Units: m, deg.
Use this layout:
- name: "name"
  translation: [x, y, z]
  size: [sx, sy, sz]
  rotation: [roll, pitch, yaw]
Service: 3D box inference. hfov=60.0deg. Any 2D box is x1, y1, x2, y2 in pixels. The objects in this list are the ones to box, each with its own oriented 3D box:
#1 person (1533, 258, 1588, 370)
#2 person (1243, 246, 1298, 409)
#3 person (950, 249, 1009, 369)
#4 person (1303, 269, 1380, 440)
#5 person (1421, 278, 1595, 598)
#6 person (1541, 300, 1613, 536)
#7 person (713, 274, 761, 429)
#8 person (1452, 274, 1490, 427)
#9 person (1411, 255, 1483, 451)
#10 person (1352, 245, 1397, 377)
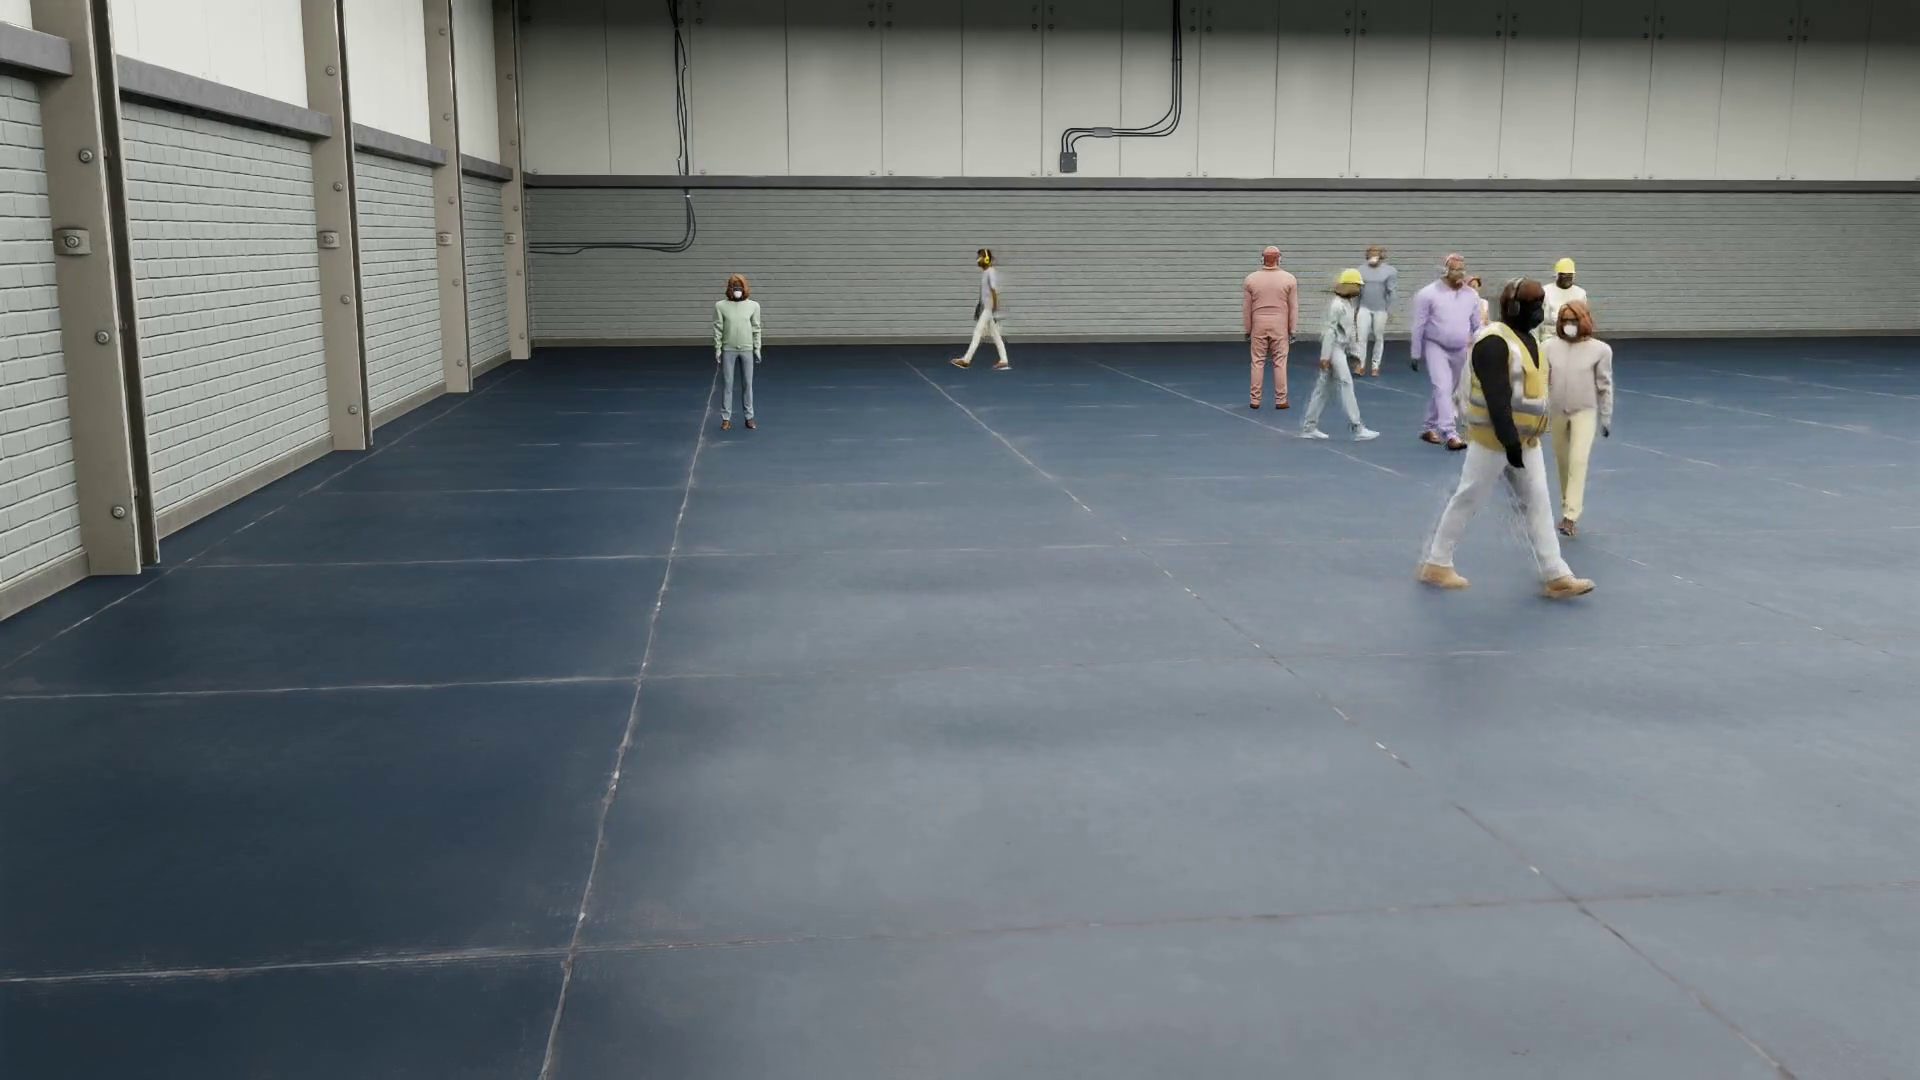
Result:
- name: "person"
  translation: [6.901, -2.346, 19.139]
  size: [0.602, 1.795, 0.931]
  rotation: [-1, 10, -4]
- name: "person"
  translation: [3.656, -2.492, 19.588]
  size: [0.641, 1.913, 0.407]
  rotation: [3, 11, 18]
- name: "person"
  translation: [0.313, -3.504, 25.352]
  size: [0.965, 1.823, 0.549]
  rotation: [-1, 10, -5]
- name: "person"
  translation: [3.836, -1.834, 16.552]
  size: [0.865, 1.695, 0.490]
  rotation: [4, 11, 23]
- name: "person"
  translation: [3.100, -0.569, 9.401]
  size: [0.639, 1.795, 0.985]
  rotation: [-10, 14, -42]
- name: "person"
  translation: [4.116, -0.813, 11.259]
  size: [0.496, 1.587, 0.866]
  rotation: [7, 13, 35]
- name: "person"
  translation: [-2.346, -1.982, 17.557]
  size: [0.497, 1.633, 0.289]
  rotation: [-2, 11, -13]
- name: "person"
  translation: [5.422, -2.033, 17.840]
  size: [0.526, 1.622, 0.587]
  rotation: [-5, 11, -24]
- name: "person"
  translation: [4.705, -1.808, 16.005]
  size: [0.658, 1.850, 1.011]
  rotation: [-3, 11, -15]
- name: "person"
  translation: [5.933, -3.278, 23.956]
  size: [0.640, 1.897, 0.947]
  rotation: [4, 11, 21]
